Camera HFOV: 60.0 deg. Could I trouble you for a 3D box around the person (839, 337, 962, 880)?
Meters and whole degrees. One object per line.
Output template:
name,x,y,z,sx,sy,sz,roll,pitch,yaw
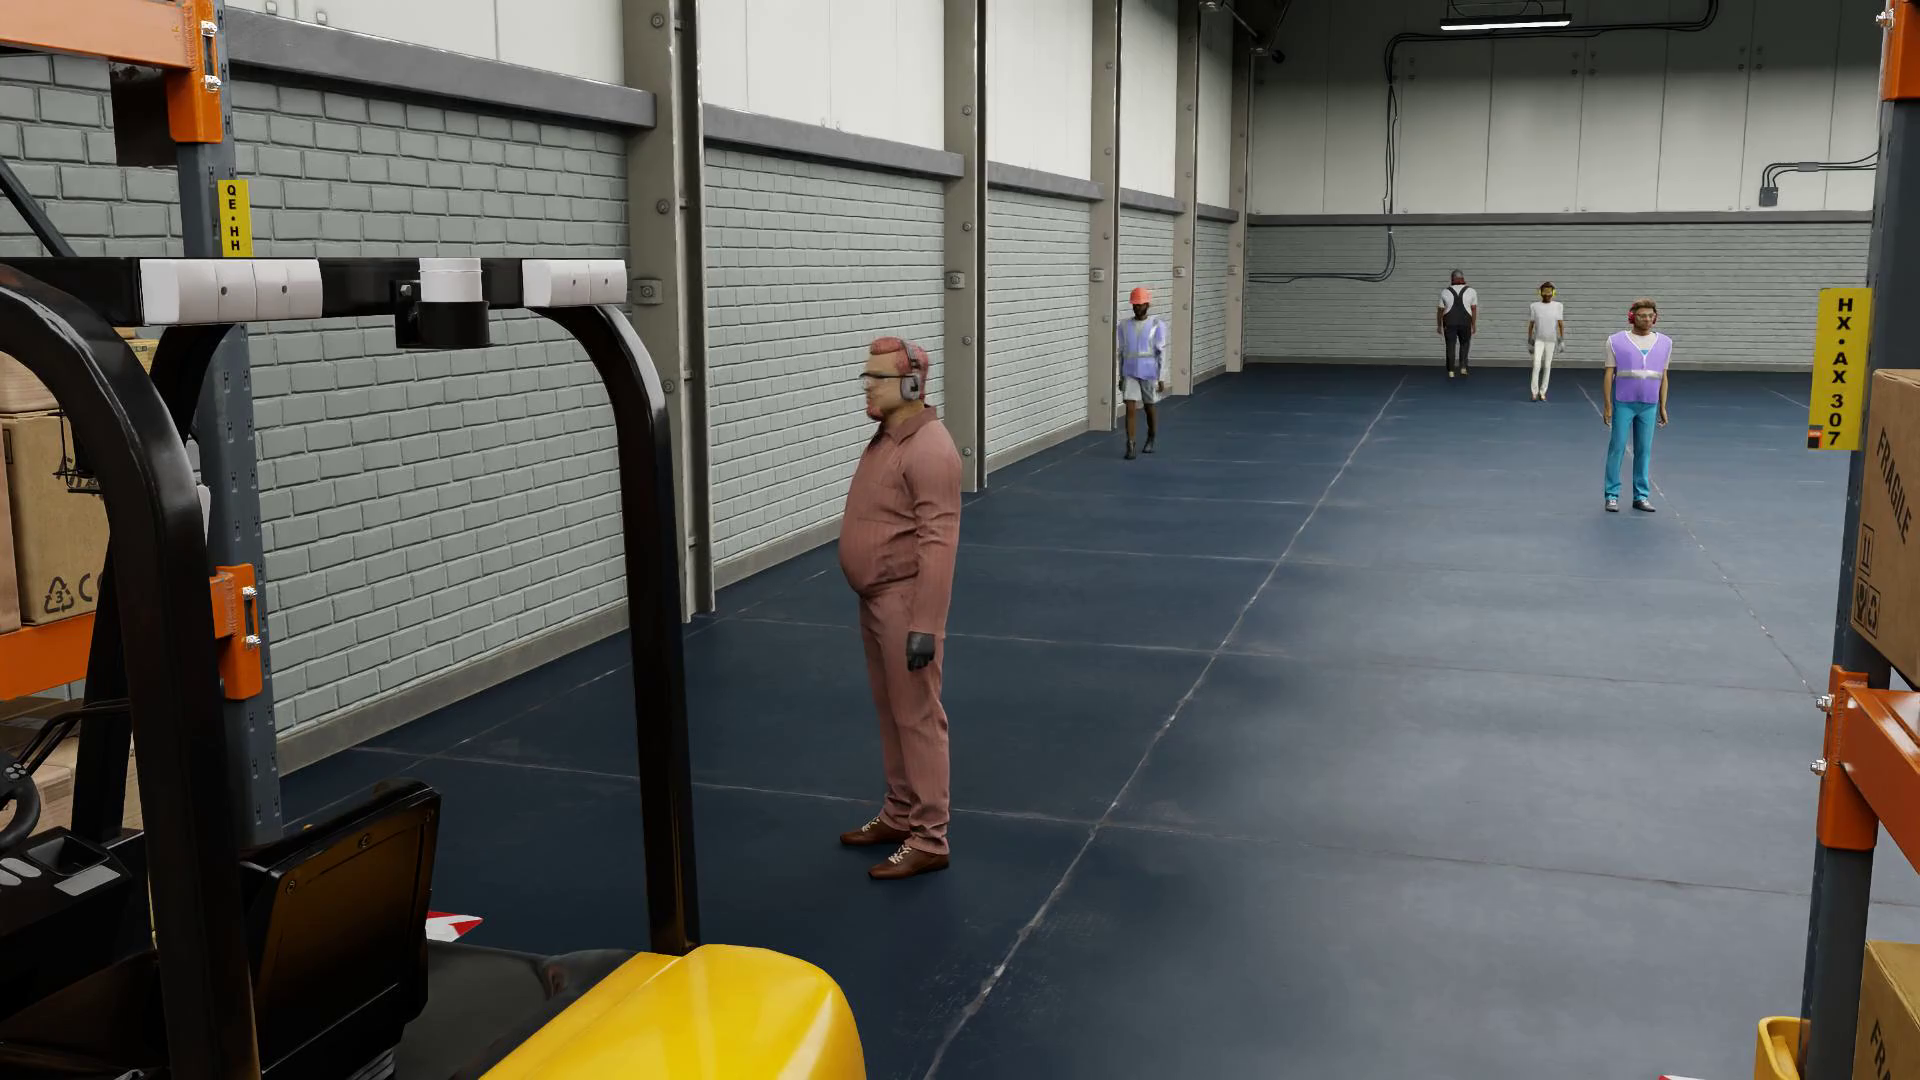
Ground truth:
person,-0.229,0.237,5.922,0.408,1.907,0.653,-3,10,-18

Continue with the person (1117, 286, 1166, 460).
person,2.028,-1.871,18.514,0.555,1.903,0.962,3,10,17

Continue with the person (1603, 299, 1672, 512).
person,5.868,-1.167,14.461,0.567,1.848,0.389,0,10,0

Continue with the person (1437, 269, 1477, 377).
person,9.313,-4.079,31.234,0.709,2.000,0.617,2,10,14

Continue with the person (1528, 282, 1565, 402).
person,9.044,-3.037,25.634,0.526,1.844,0.782,2,10,13
